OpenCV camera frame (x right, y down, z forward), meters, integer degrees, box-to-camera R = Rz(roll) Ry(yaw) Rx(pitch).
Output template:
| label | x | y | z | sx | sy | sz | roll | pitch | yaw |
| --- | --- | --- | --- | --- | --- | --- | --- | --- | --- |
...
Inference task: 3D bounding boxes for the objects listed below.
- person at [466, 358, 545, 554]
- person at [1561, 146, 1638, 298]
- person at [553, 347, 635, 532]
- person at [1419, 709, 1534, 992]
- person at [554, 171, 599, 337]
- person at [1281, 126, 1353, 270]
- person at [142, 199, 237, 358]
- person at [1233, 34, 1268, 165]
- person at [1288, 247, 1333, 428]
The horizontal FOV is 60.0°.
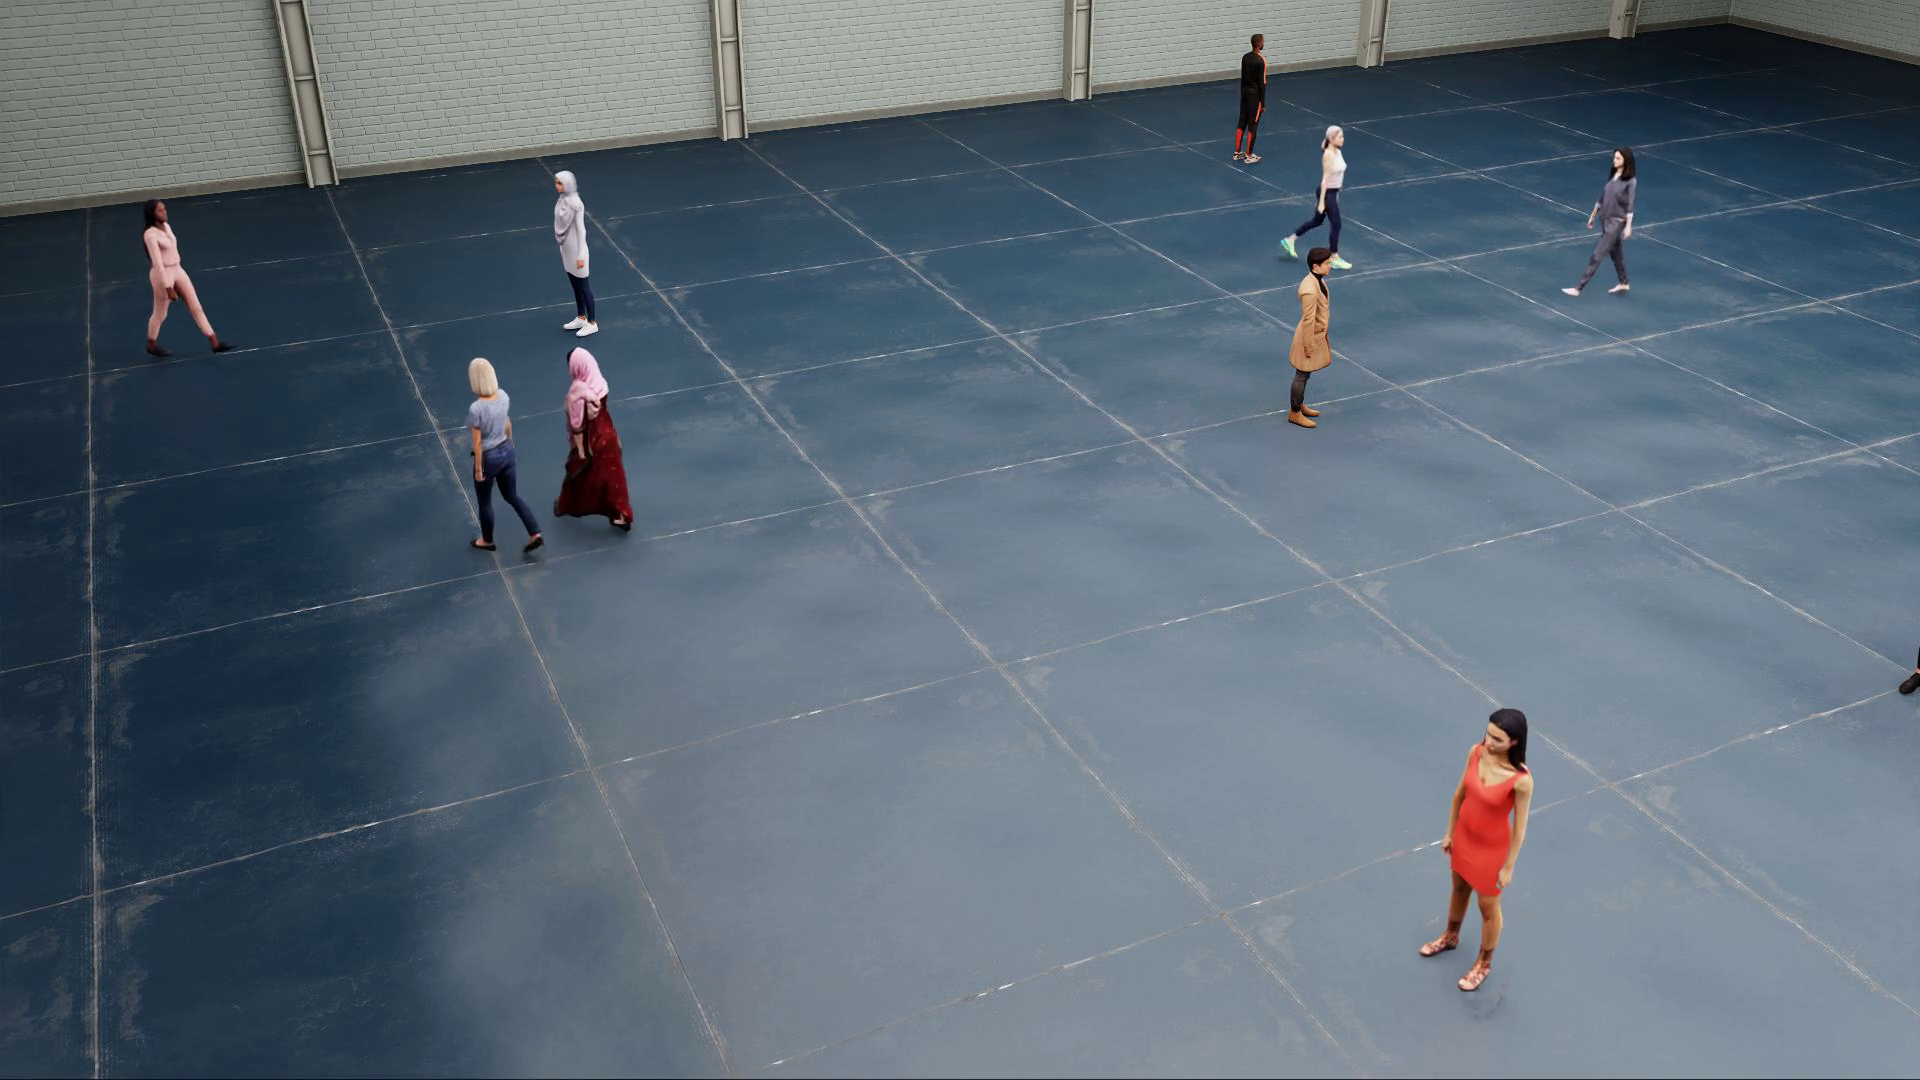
| label | x | y | z | sx | sy | sz | roll | pitch | yaw |
| --- | --- | --- | --- | --- | --- | --- | --- | --- | --- |
| person | -3.661 | -0.635 | 13.285 | 0.968 | 1.706 | 0.974 | 15 | 32 | 26 |
| person | 7.435 | -3.547 | 18.747 | 1.207 | 1.712 | 0.747 | -8 | 29 | -14 |
| person | -2.958 | -0.798 | 13.713 | 1.000 | 1.592 | 1.059 | 18 | 33 | 31 |
| person | 2.838 | 1.643 | 8.992 | 0.586 | 1.721 | 0.626 | -18 | 33 | -30 |
| person | -4.115 | -3.072 | 17.787 | 0.611 | 1.776 | 0.666 | -21 | 34 | -33 |
| person | 4.279 | -4.077 | 19.786 | 1.125 | 1.671 | 1.140 | 13 | 31 | 23 |
| person | -8.200 | -2.627 | 17.063 | 1.258 | 1.671 | 1.025 | 2 | 28 | 4 |
| person | 4.192 | -6.363 | 23.935 | 0.589 | 1.807 | 0.650 | -19 | 33 | -31 |
| person | 3.301 | -1.941 | 15.715 | 0.821 | 1.727 | 0.767 | 8 | 29 | 15 |
